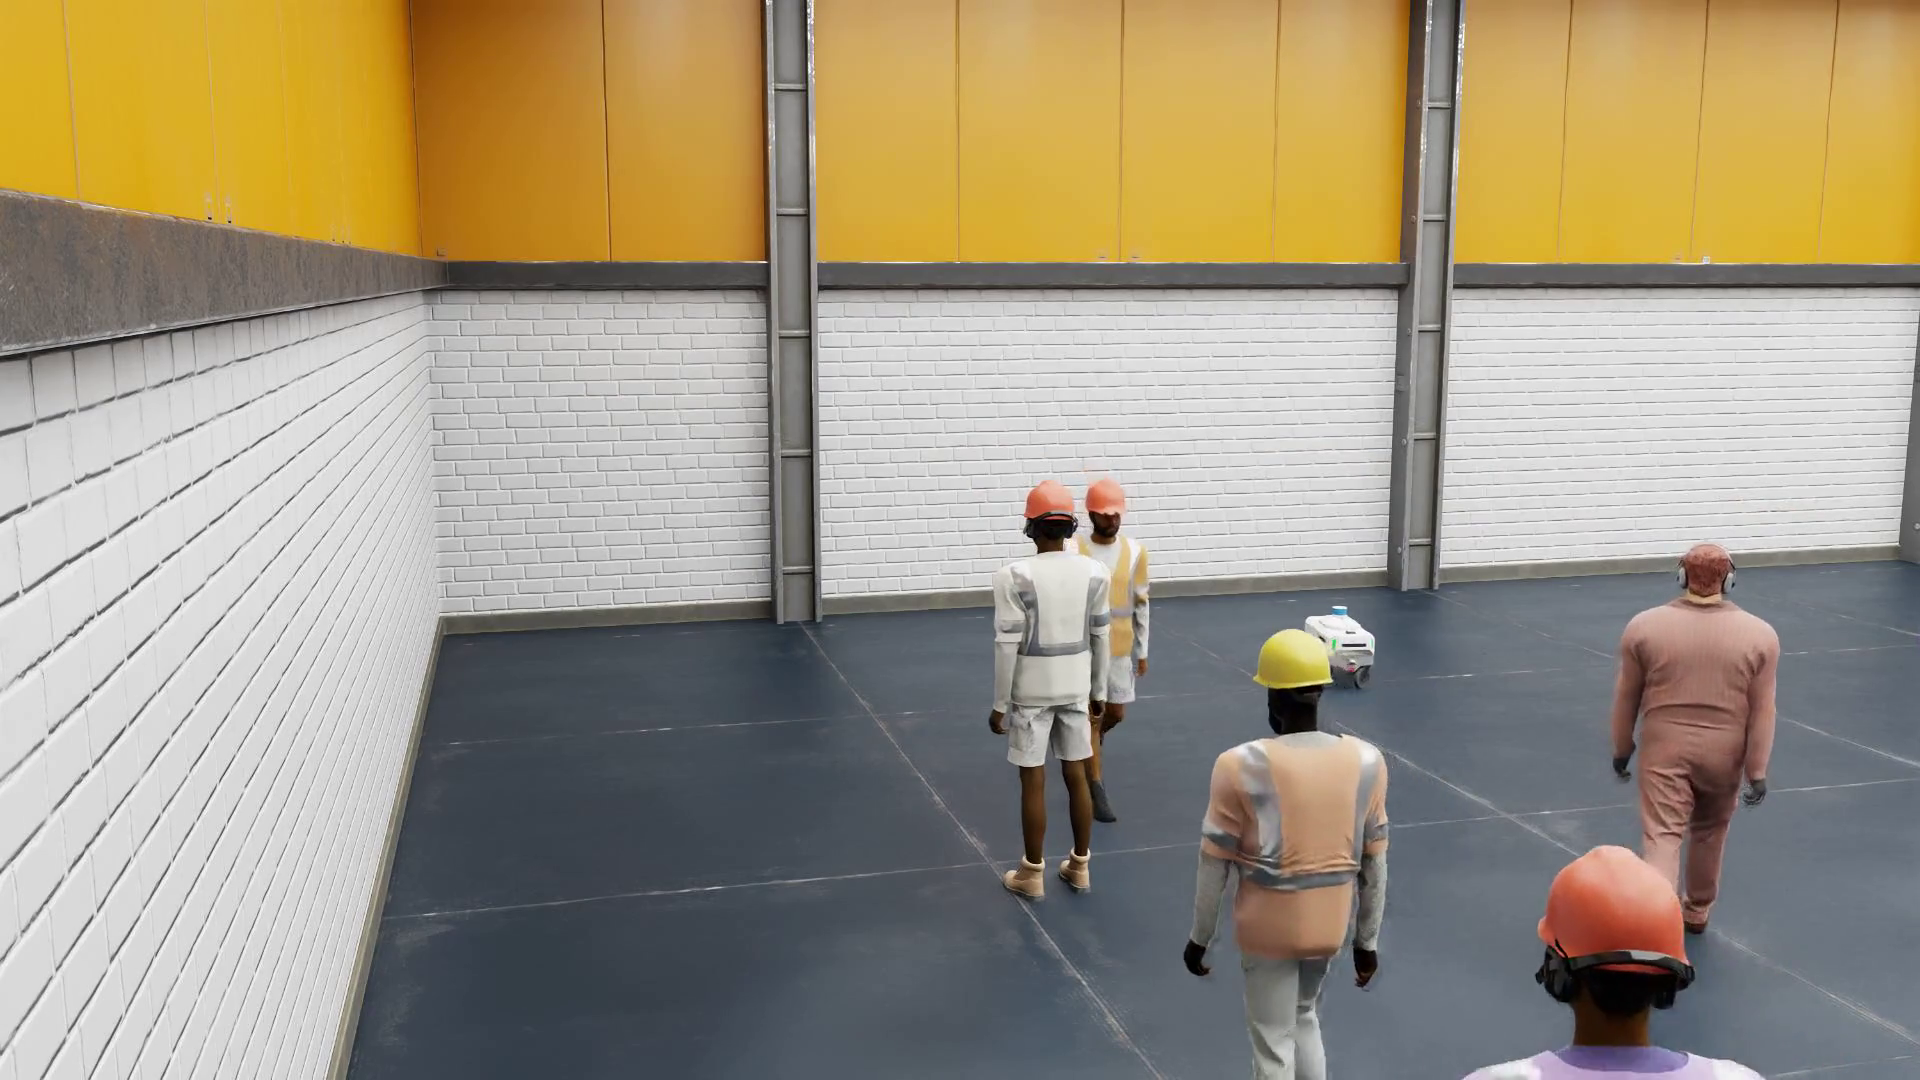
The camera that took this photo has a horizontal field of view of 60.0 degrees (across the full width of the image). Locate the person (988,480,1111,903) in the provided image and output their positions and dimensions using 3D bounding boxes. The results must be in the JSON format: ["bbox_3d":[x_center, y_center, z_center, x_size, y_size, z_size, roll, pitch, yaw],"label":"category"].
[{"bbox_3d":[0.423,0.728,8.071,0.616,2.041,0.381,-4,10,-22],"label":"person"}]

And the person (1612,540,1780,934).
[{"bbox_3d":[3.222,0.933,7.341,0.653,1.871,0.959,4,10,23],"label":"person"}]

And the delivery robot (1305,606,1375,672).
[{"bbox_3d":[2.817,0.735,12.364,0.477,0.478,0.707,-1,9,-5],"label":"delivery robot"}]

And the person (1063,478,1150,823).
[{"bbox_3d":[0.784,0.575,9.471,0.547,1.915,0.809,-2,9,-13],"label":"person"}]

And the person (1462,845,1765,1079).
[{"bbox_3d":[1.182,1.566,3.011,0.614,2.004,1.012,1,9,3],"label":"person"}]

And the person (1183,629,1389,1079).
[{"bbox_3d":[1.044,1.233,5.353,0.598,1.909,0.530,-3,10,-20],"label":"person"}]
